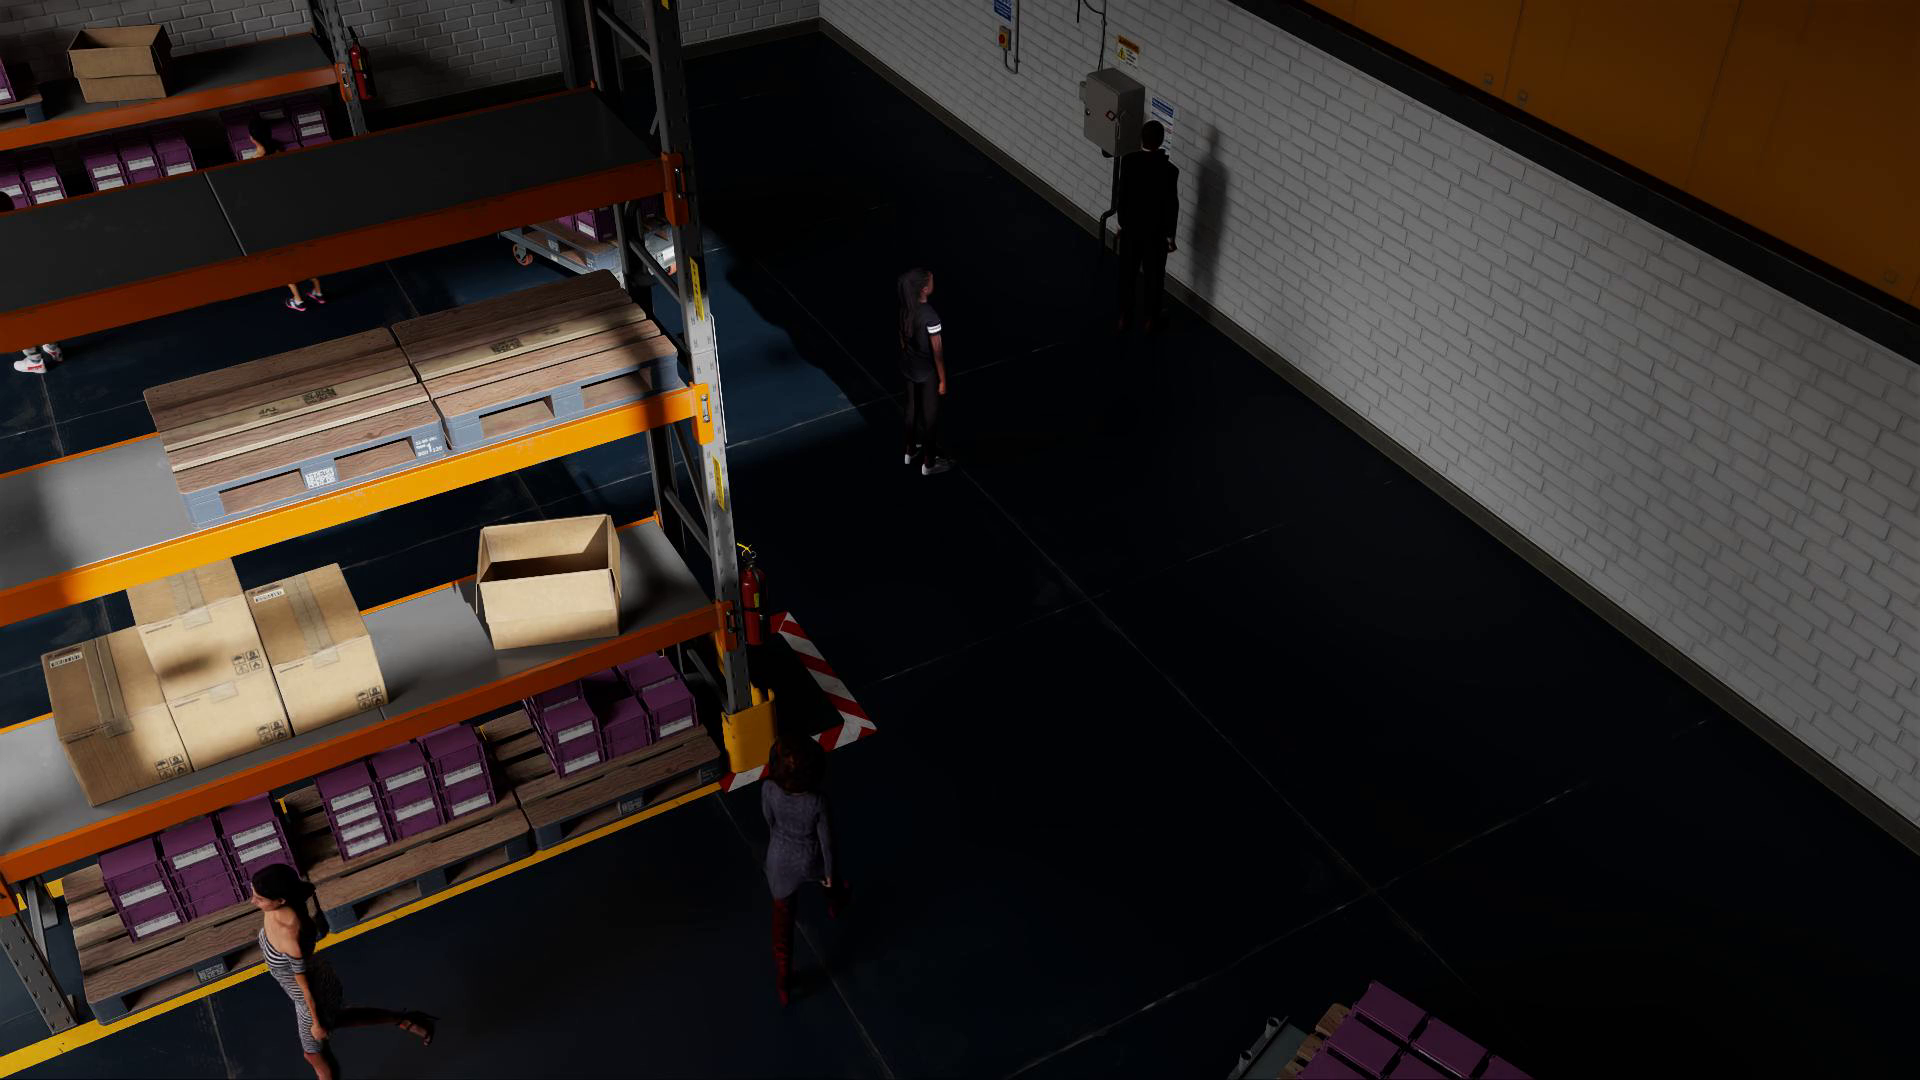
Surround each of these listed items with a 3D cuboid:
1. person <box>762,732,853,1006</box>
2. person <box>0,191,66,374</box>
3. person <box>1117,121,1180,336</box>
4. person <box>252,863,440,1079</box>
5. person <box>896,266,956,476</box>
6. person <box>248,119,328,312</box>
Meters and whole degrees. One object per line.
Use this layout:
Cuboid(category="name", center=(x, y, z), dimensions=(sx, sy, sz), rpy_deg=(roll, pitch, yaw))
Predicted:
Cuboid(category="person", center=(-0.868, 1.738, 8.670), dimensions=(1.050, 1.668, 1.118), rpy_deg=(10, 40, 12))
Cuboid(category="person", center=(-7.730, -2.211, 13.494), dimensions=(0.816, 1.819, 0.718), rpy_deg=(16, 41, 19))
Cuboid(category="person", center=(1.555, -2.610, 13.926), dimensions=(0.793, 1.904, 0.812), rpy_deg=(17, 42, 20))
Cuboid(category="person", center=(-3.031, 2.165, 8.027), dimensions=(0.938, 1.802, 0.613), rpy_deg=(-22, 44, -25))
Cuboid(category="person", center=(-0.278, -1.270, 12.389), dimensions=(0.635, 1.729, 0.650), rpy_deg=(-28, 46, -30))
Cuboid(category="person", center=(-5.806, -2.787, 14.292), dimensions=(0.672, 1.723, 0.544), rpy_deg=(32, 48, 33))
